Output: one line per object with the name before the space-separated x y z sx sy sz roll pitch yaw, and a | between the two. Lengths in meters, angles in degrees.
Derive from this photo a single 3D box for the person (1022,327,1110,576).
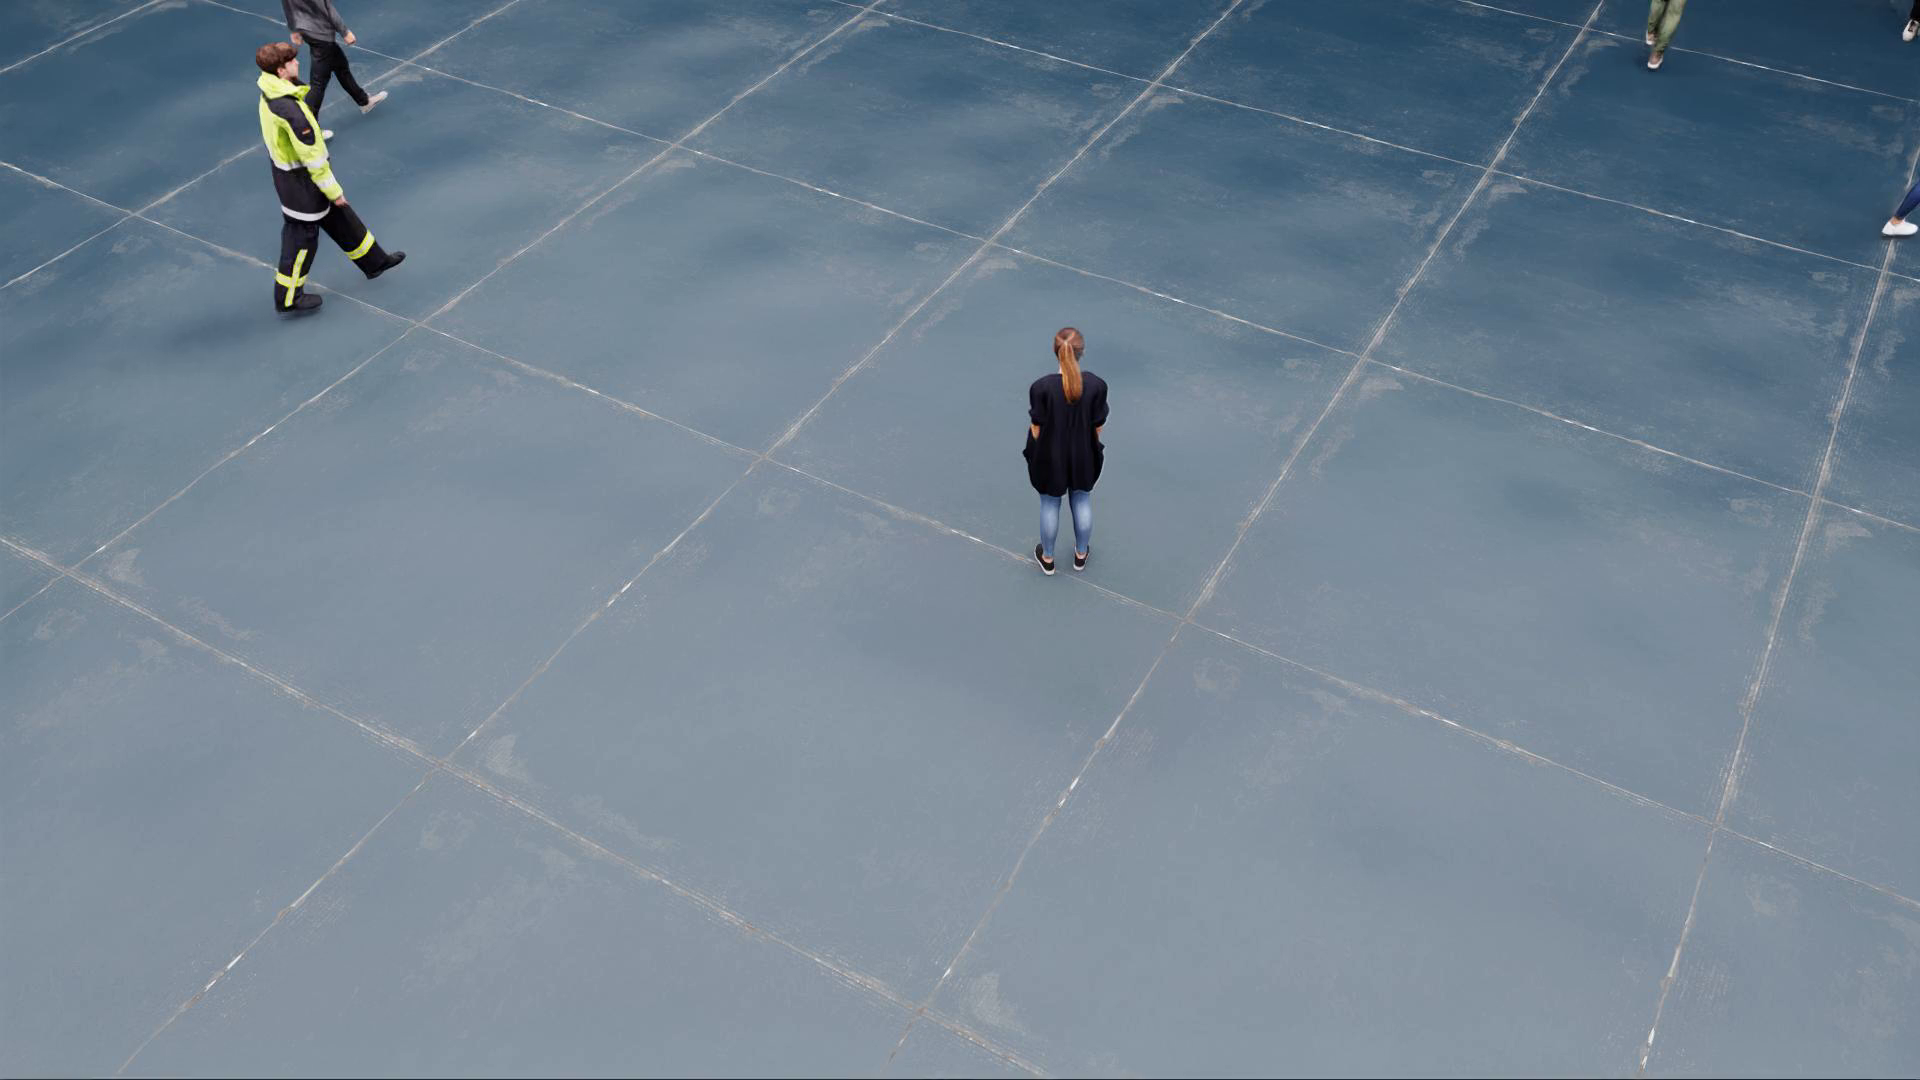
person | 0.604 -0.492 9.517 0.723 1.683 0.748 -3 42 -4

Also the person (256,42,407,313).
person | -4.618 -2.450 11.489 1.380 1.930 1.165 -22 47 -23

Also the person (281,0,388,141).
person | -5.235 -4.030 13.387 0.772 1.717 1.189 30 50 29
